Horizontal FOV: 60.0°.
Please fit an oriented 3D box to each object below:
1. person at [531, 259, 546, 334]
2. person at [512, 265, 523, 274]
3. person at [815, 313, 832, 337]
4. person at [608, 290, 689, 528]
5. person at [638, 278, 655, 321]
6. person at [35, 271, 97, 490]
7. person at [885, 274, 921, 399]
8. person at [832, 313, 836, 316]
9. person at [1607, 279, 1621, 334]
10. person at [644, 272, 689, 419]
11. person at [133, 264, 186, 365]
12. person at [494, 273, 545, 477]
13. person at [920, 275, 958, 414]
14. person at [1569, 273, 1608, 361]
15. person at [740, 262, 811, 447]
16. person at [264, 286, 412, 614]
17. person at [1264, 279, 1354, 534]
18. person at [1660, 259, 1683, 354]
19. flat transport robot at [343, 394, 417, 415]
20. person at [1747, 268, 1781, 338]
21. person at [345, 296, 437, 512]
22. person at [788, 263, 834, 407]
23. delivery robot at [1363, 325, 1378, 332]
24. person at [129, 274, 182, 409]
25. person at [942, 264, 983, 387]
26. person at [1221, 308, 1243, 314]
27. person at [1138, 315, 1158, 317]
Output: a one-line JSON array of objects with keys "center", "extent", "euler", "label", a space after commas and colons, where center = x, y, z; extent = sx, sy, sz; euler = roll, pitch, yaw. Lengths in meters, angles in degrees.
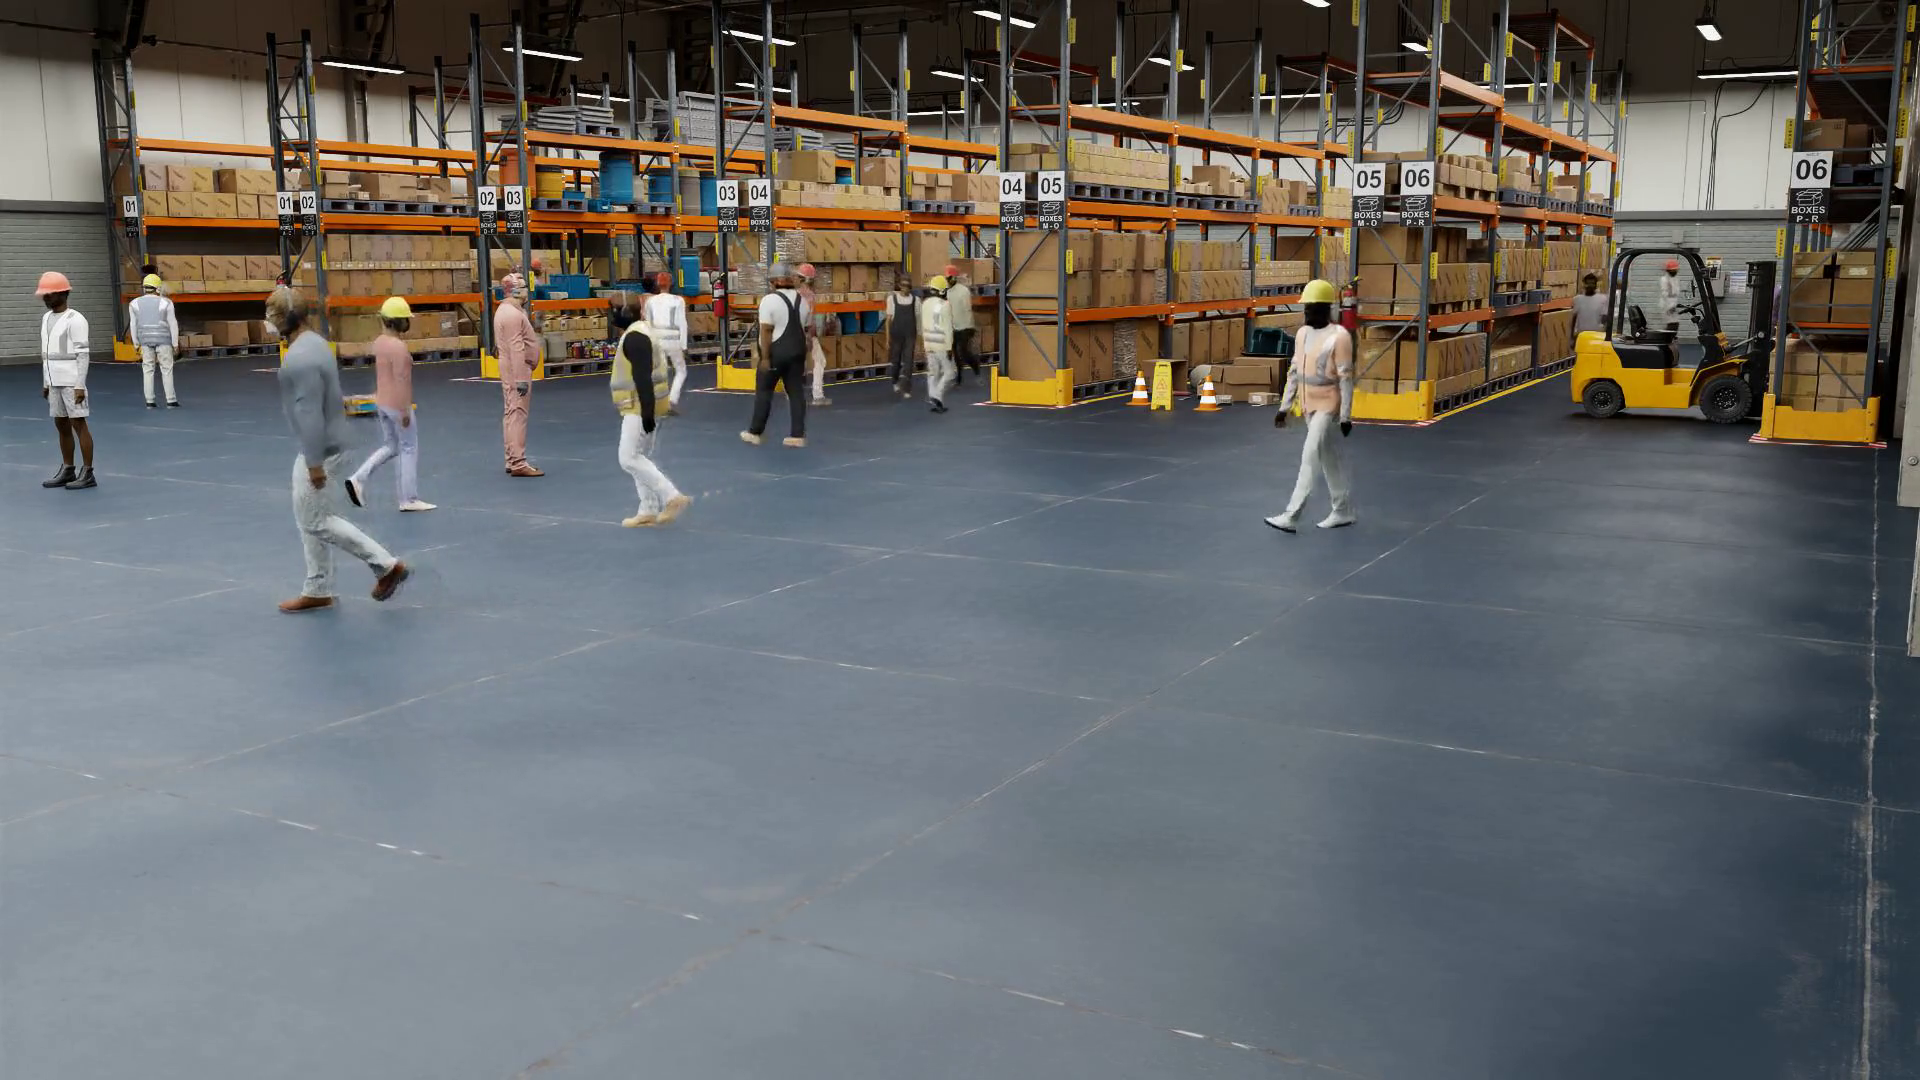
[{"center": [-8.370, -4.520, 32.834], "extent": [0.440, 2.012, 0.670], "euler": [-3, 10, -18], "label": "person"}, {"center": [-8.099, -4.098, 30.621], "extent": [0.409, 1.907, 0.651], "euler": [-7, 12, -34], "label": "person"}, {"center": [-2.573, -3.922, 29.536], "extent": [0.624, 1.934, 0.364], "euler": [0, 10, 2], "label": "person"}, {"center": [-2.401, -0.978, 12.605], "extent": [0.479, 1.822, 0.666], "euler": [-1, 10, -9], "label": "person"}, {"center": [-5.439, -3.731, 29.089], "extent": [0.540, 1.695, 0.317], "euler": [-2, 10, -9], "label": "person"}, {"center": [-7.994, -1.415, 14.831], "extent": [0.544, 1.938, 0.356], "euler": [5, 11, 26], "label": "person"}, {"center": [-0.842, -2.978, 24.342], "extent": [0.515, 1.824, 0.674], "euler": [-1, 10, -9], "label": "person"}, {"center": [-3.343, -6.276, 44.312], "extent": [0.525, 1.579, 0.834], "euler": [-1, 10, -7], "label": "person"}, {"center": [13.896, -4.732, 35.182], "extent": [0.544, 1.620, 0.480], "euler": [-7, 12, -34], "label": "person"}, {"center": [-3.732, -2.482, 21.266], "extent": [0.614, 1.868, 0.421], "euler": [3, 10, 16], "label": "person"}, {"center": [-15.466, -4.346, 32.025], "extent": [0.616, 1.928, 0.960], "euler": [8, 12, 38], "label": "person"}, {"center": [-4.166, -1.556, 15.725], "extent": [0.409, 1.913, 0.651], "euler": [-4, 10, -22], "label": "person"}, {"center": [-0.276, -2.548, 21.797], "extent": [0.424, 1.818, 0.620], "euler": [-7, 12, -37], "label": "person"}, {"center": [9.095, -2.924, 24.050], "extent": [0.528, 1.853, 0.869], "euler": [4, 10, 22], "label": "person"}, {"center": [-2.029, -2.050, 18.240], "extent": [0.904, 2.000, 0.711], "euler": [9, 13, 43], "label": "person"}, {"center": [-3.610, -0.504, 9.583], "extent": [0.669, 1.911, 0.672], "euler": [-3, 10, -16], "label": "person"}, {"center": [2.627, -0.994, 12.483], "extent": [0.957, 1.886, 0.589], "euler": [-4, 10, -22], "label": "person"}, {"center": [15.017, -4.894, 34.987], "extent": [0.647, 2.008, 0.518], "euler": [-7, 12, -36], "label": "person"}, {"center": [-7.883, -1.764, 21.741], "extent": [0.652, 0.197, 1.431], "euler": [5, 11, 29], "label": "flat transport robot"}, {"center": [13.968, -3.800, 28.826], "extent": [0.587, 1.926, 0.368], "euler": [5, 11, 27], "label": "person"}, {"center": [-4.613, -1.079, 13.390], "extent": [0.612, 1.752, 0.527], "euler": [-9, 13, -42], "label": "person"}, {"center": [-2.043, -2.803, 22.858], "extent": [0.765, 1.965, 0.651], "euler": [-6, 11, -31], "label": "person"}, {"center": [9.346, -4.632, 37.426], "extent": [0.707, 0.478, 0.477], "euler": [-1, 10, -9], "label": "delivery robot"}, {"center": [-10.909, -2.686, 22.577], "extent": [0.599, 1.830, 0.403], "euler": [-1, 10, -7], "label": "person"}, {"center": [-0.009, -3.373, 26.265], "extent": [0.683, 1.947, 0.631], "euler": [-9, 13, -42], "label": "person"}, {"center": [5.743, -4.853, 35.035], "extent": [0.541, 1.917, 0.410], "euler": [4, 11, 23], "label": "person"}, {"center": [3.348, -4.101, 30.651], "extent": [0.620, 1.900, 0.488], "euler": [5, 11, 27], "label": "person"}]
